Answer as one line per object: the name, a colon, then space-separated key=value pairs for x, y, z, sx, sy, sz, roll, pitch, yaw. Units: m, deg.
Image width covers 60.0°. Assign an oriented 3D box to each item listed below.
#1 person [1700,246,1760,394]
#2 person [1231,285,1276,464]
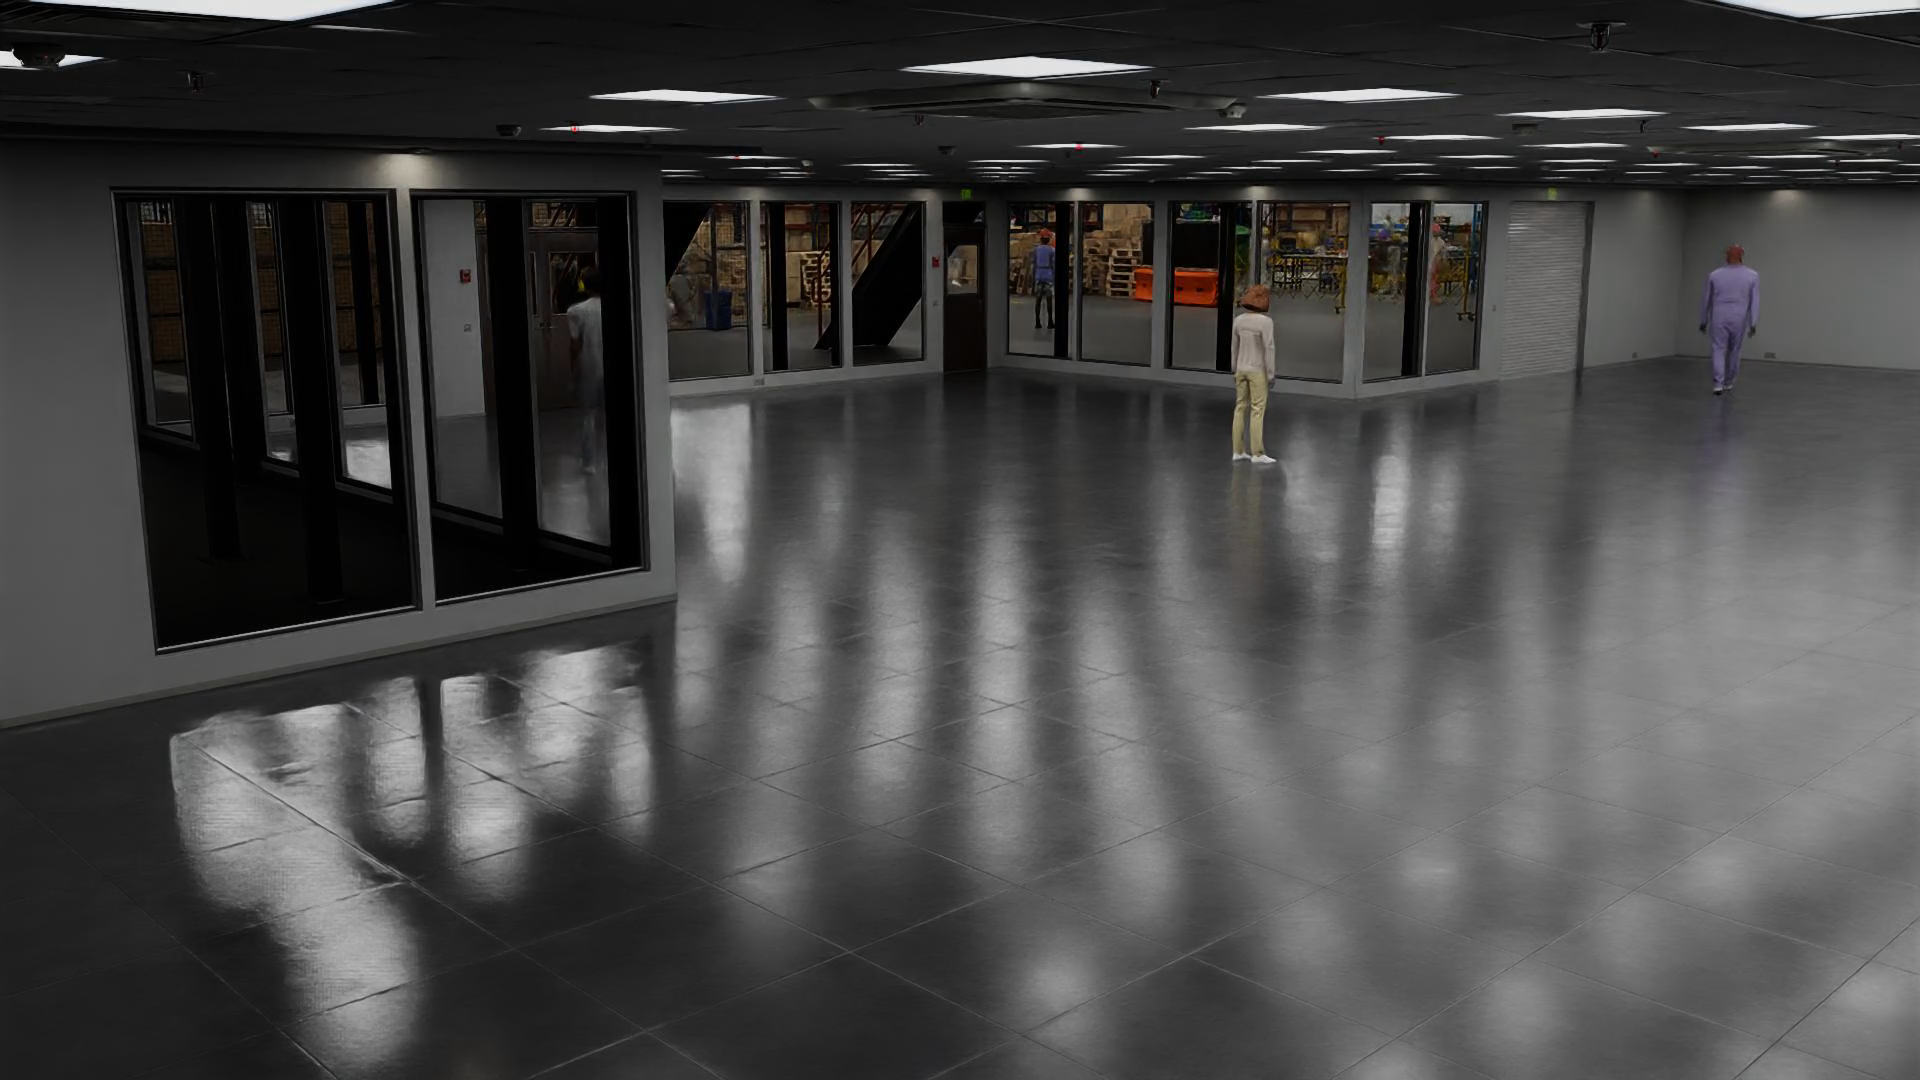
person: x=9.694 y=-2.773 z=20.991 sx=0.659 sy=1.860 sz=0.980 roll=5 pitch=12 yaw=22
person: x=2.691 y=-1.516 z=15.247 sx=0.283 sy=1.633 sz=0.498 roll=-8 pitch=14 yaw=-33
